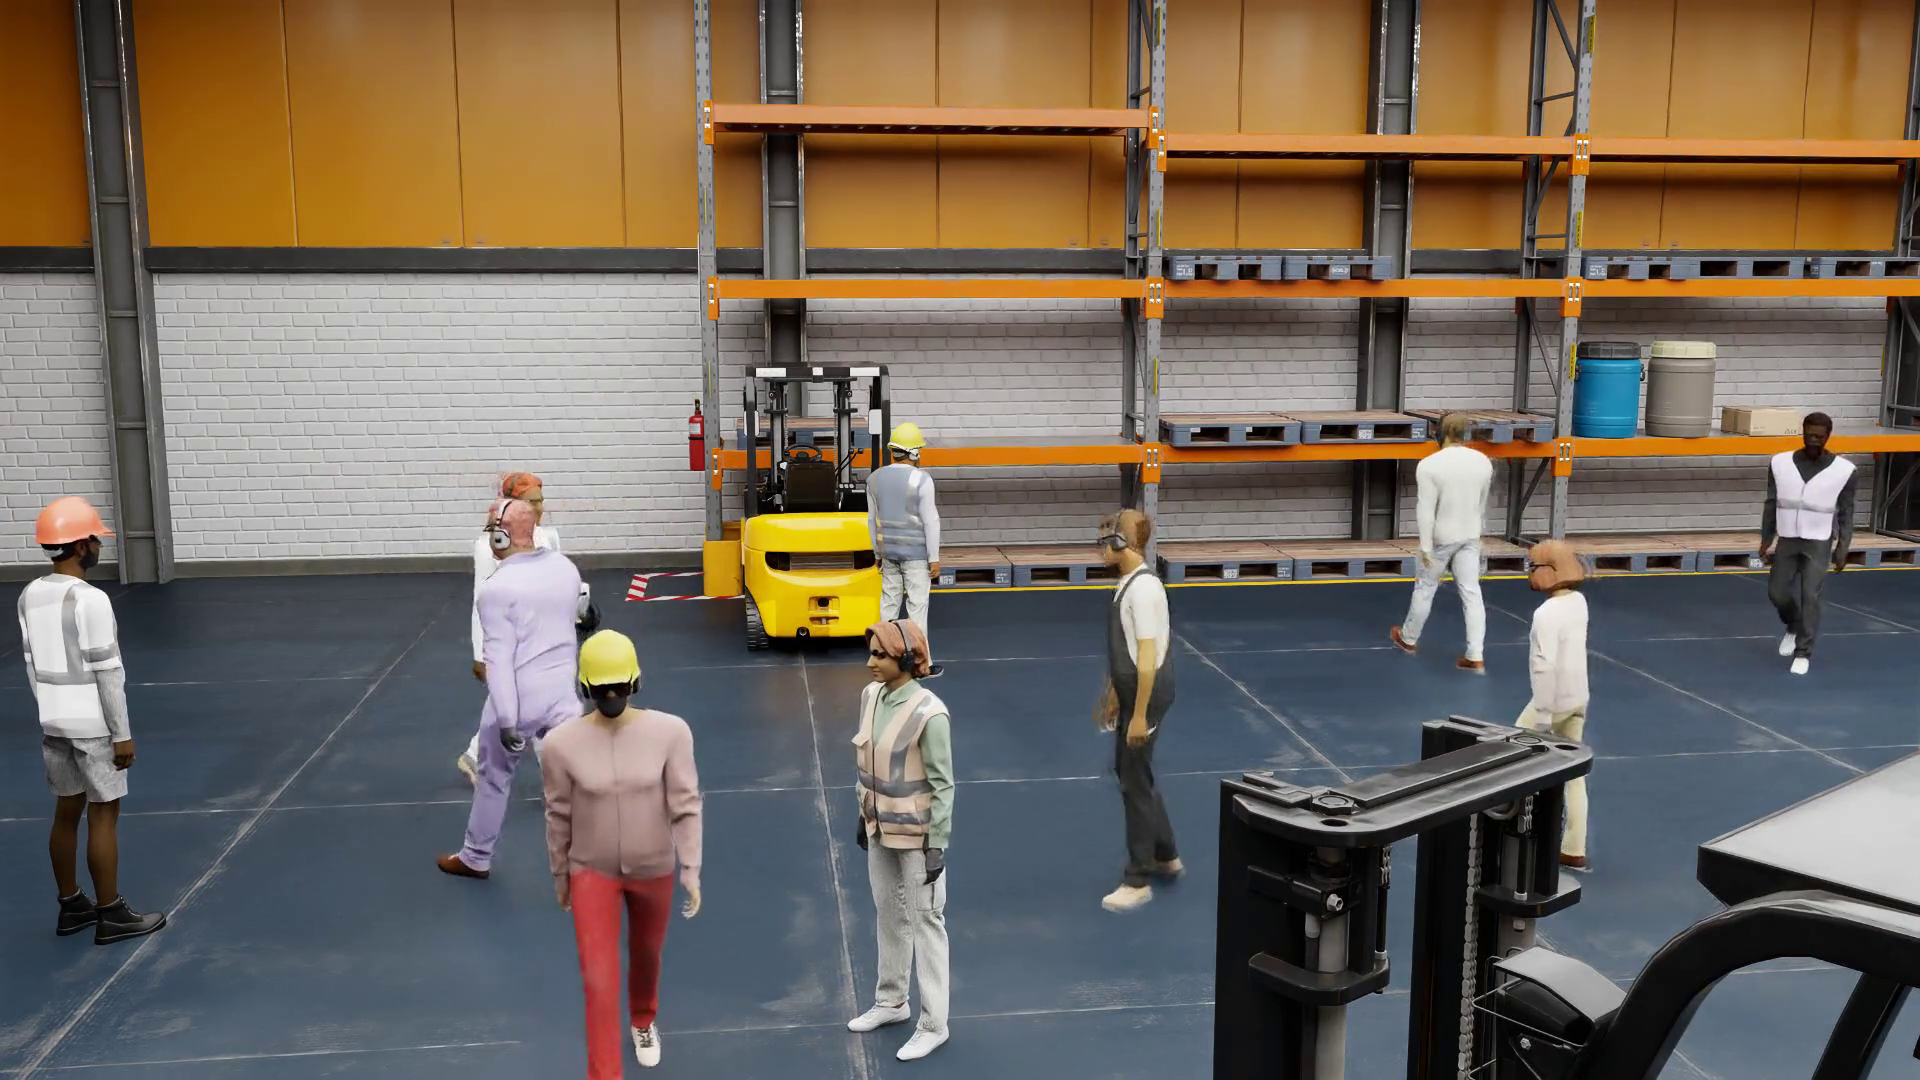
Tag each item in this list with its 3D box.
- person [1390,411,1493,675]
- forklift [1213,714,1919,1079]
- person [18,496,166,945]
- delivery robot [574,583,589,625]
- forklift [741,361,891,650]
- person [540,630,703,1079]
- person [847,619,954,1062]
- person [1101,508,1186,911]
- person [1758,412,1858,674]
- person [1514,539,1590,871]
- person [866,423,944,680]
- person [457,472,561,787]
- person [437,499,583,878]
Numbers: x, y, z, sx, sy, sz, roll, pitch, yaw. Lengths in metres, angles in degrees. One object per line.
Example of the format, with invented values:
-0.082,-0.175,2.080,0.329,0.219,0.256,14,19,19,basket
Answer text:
3.580,-0.004,12.243,0.638,1.885,1.027,-2,9,-13,person
1.441,1.425,2.350,1.214,2.155,2.313,-7,12,-39,forklift
-3.771,0.777,7.182,0.545,1.942,0.351,5,10,27,person
-3.323,0.441,13.300,0.707,0.478,0.477,5,10,26,delivery robot
-1.154,-0.340,13.365,1.214,2.155,2.313,-1,9,-7,forklift
-1.164,1.123,5.745,0.527,1.717,0.931,-3,9,-15,person
-0.213,1.092,6.154,0.311,1.638,0.522,-7,11,-37,person
0.857,0.770,7.666,0.408,1.809,0.619,0,9,-1,person
6.160,0.009,12.098,0.611,1.901,0.494,8,12,40,person
2.834,0.798,8.094,0.505,1.613,0.571,-8,12,-43,person
-0.377,0.079,11.869,0.588,1.835,0.403,6,11,34,person
-2.415,0.534,9.028,0.997,1.838,0.579,5,10,27,person
-1.998,0.724,7.803,1.005,1.859,0.654,5,10,30,person
